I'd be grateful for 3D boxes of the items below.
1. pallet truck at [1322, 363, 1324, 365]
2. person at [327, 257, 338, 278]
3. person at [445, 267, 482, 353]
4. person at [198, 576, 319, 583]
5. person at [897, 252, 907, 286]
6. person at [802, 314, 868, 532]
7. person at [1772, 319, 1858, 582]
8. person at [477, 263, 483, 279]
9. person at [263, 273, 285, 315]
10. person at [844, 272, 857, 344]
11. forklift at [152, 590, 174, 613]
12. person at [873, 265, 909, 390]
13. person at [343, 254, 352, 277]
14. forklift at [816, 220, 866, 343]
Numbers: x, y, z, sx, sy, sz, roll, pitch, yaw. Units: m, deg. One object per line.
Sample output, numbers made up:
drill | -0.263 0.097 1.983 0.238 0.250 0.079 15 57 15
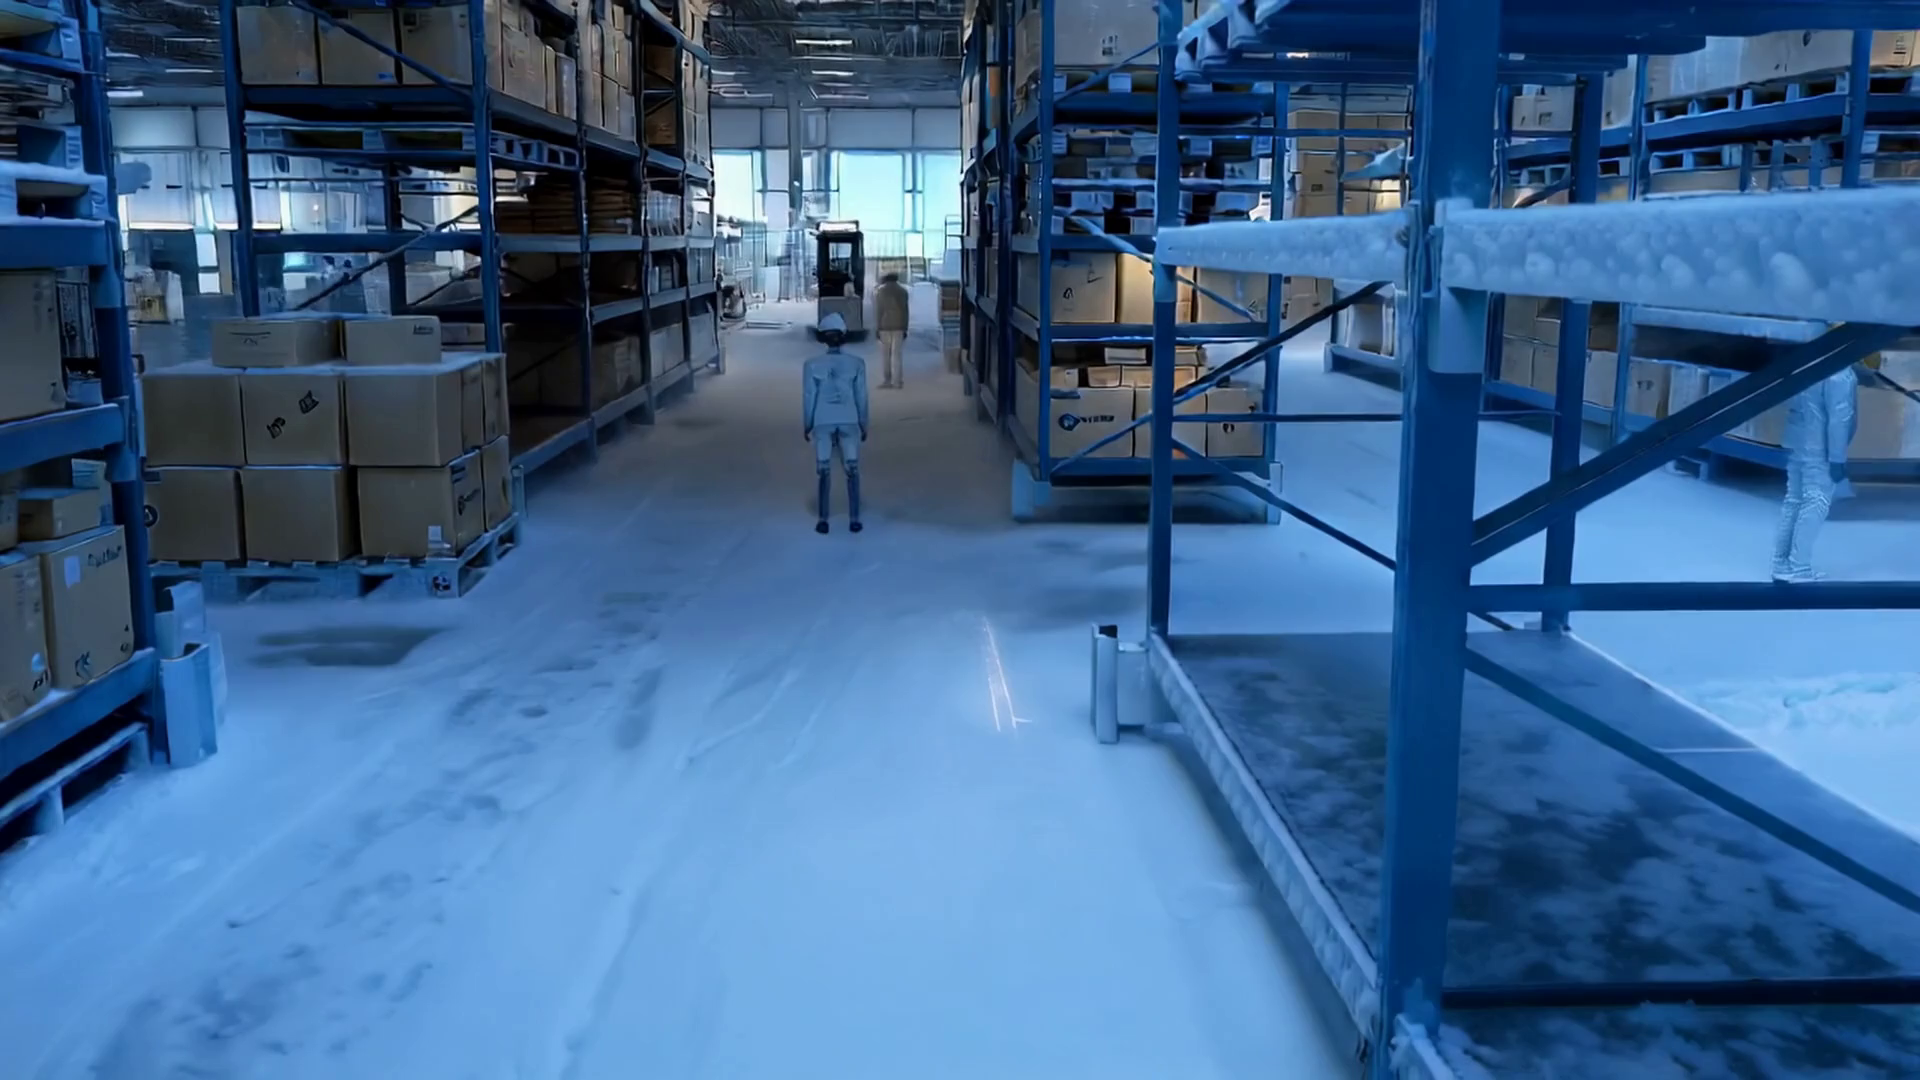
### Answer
pallet truck | 7.712 -4.157 30.737 1.885 1.965 0.823 3 11 16
person | -20.225 -8.240 53.890 0.956 1.843 0.598 -7 13 -35
person | -8.780 -3.881 29.509 0.633 1.882 1.024 7 12 33
person | -4.949 -0.547 11.393 0.899 1.725 0.532 -2 10 -11
person | -2.284 -10.304 65.210 0.382 1.917 0.585 1 10 3
person | -1.006 -0.939 13.453 0.526 1.769 0.316 -1 10 -5
person | 5.828 -0.604 11.261 0.404 1.895 0.662 1 10 7
person | -16.725 -9.125 58.640 0.585 1.922 0.391 -6 12 -28
person | -14.440 -4.795 35.197 0.552 1.663 0.757 9 13 40
person | -2.550 -5.363 38.452 0.307 1.641 0.512 2 10 9
forklift | -5.858 -0.811 9.639 1.873 2.768 1.129 -1 10 -3
person | -1.122 -3.367 26.444 0.646 1.973 0.507 6 12 29
person | -23.451 -10.040 63.888 0.387 1.865 0.551 0 10 0
forklift | -2.765 -5.988 38.478 1.129 2.768 1.873 0 10 -2
